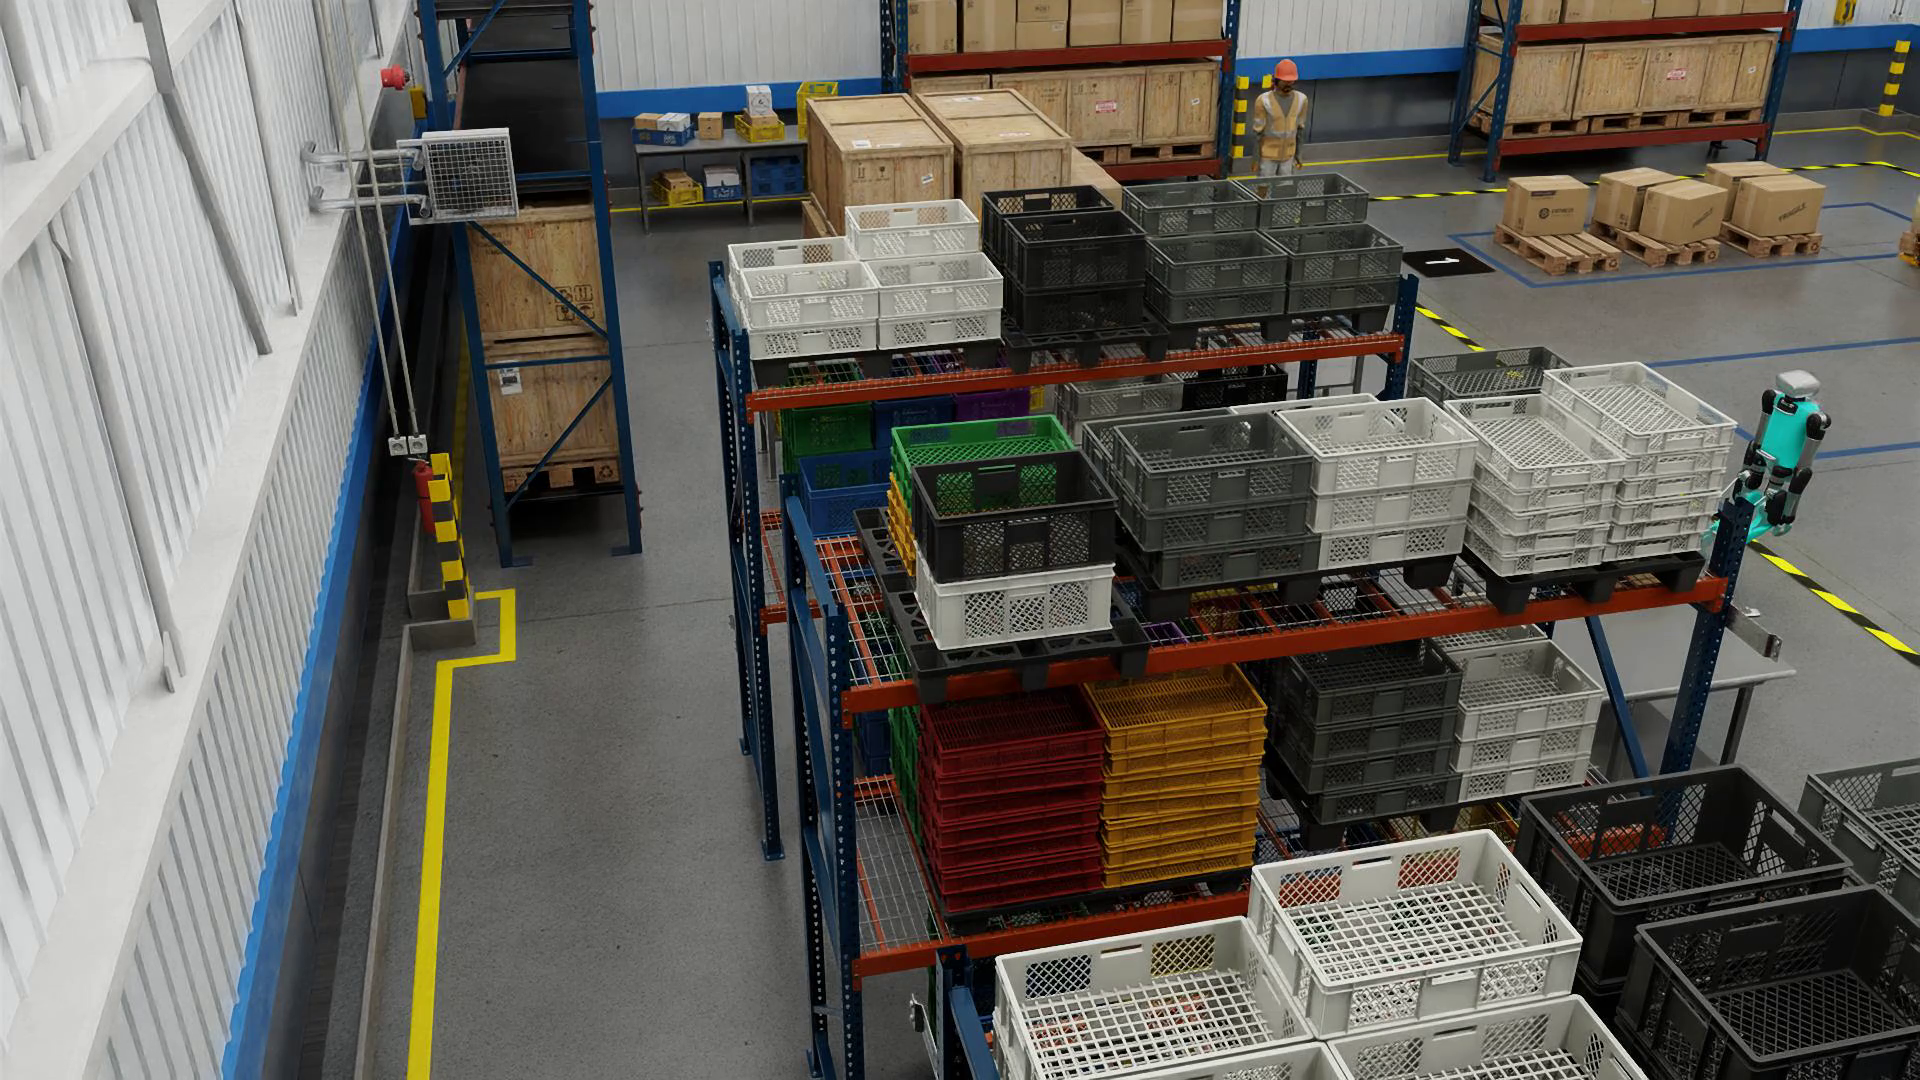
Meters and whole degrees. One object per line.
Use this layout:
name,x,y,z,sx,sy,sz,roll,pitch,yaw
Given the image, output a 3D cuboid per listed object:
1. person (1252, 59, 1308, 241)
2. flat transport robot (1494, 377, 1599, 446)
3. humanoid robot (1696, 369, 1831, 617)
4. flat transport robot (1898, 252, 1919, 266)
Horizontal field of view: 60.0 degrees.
person,3.472,-4.205,18.123,0.607,2.044,0.392,-7,29,-12
flat transport robot,4.780,-1.036,14.013,0.659,0.231,1.431,-6,28,-12
humanoid robot,5.108,-0.276,10.850,0.735,1.677,0.533,-7,29,-13
flat transport robot,10.640,-2.853,17.429,0.652,0.197,1.431,-6,28,-12
